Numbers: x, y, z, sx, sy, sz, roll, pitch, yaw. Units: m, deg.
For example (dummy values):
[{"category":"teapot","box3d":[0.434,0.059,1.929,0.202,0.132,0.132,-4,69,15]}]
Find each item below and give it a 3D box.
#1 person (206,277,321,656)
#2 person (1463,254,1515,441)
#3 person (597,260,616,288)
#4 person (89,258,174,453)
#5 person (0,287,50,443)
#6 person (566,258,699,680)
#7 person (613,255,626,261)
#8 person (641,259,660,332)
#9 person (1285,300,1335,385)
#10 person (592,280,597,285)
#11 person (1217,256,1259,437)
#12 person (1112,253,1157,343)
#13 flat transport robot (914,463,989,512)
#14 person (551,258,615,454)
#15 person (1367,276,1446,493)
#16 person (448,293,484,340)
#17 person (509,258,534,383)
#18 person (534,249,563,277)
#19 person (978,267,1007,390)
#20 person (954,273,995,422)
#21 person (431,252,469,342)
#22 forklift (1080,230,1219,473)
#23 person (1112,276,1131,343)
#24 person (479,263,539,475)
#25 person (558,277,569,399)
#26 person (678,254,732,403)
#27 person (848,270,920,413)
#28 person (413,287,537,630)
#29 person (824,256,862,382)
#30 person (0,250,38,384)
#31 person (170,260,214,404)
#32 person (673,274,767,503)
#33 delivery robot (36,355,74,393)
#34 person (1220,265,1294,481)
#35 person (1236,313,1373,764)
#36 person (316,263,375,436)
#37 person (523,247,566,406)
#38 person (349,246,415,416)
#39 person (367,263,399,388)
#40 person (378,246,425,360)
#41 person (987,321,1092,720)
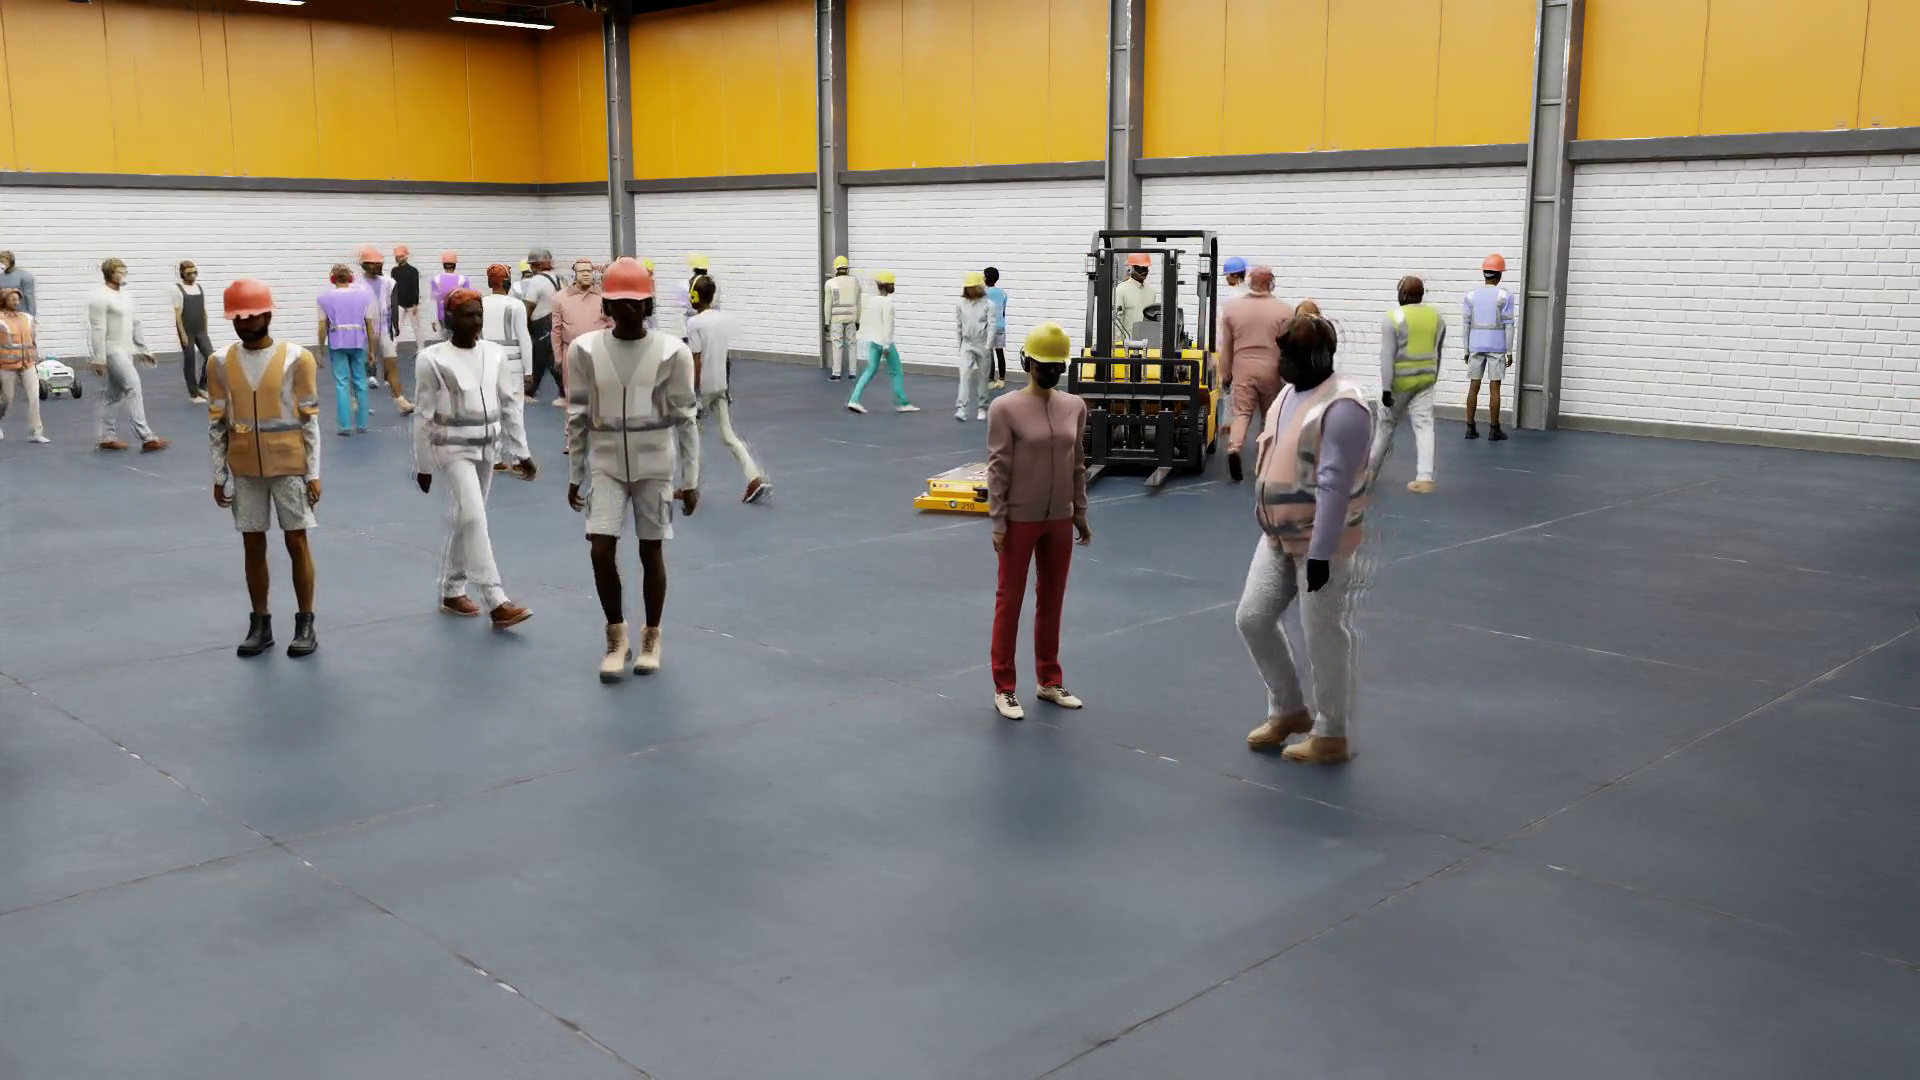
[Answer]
[{"category":"person","box3d":[-3.527,-0.361,8.445,0.543,1.926,0.377,-1,10,-5]},{"category":"person","box3d":[5.516,-2.004,17.354,0.545,1.938,0.362,8,13,36]},{"category":"person","box3d":[-3.664,-1.944,17.196,0.690,1.888,0.654,9,13,39]},{"category":"person","box3d":[-8.127,-1.799,16.316,0.894,1.902,0.650,-1,10,-5]},{"category":"person","box3d":[-9.774,-1.800,17.137,0.739,1.609,0.522,6,12,28]},{"category":"person","box3d":[-1.568,-0.322,7.939,0.639,2.019,0.630,0,10,-3]},{"category":"person","box3d":[-4.811,-3.153,23.856,0.739,1.851,0.546,6,12,31]},{"category":"person","box3d":[-5.312,-3.892,28.241,0.906,1.714,0.543,5,12,27]},{"category":"person","box3d":[2.842,-1.169,13.724,0.841,1.587,0.519,-10,14,-43]},{"category":"person","box3d":[-4.514,-2.407,20.366,0.523,1.639,0.306,-4,11,-22]},{"category":"person","box3d":[3.019,-2.014,17.480,0.675,1.913,0.657,9,14,42]},{"category":"person","box3d":[1.842,-2.039,17.388,0.621,1.992,0.397,-9,14,-40]},{"category":"flat transport robot","box3d":[0.189,-0.436,13.351,0.652,0.197,1.431,4,11,20]},{"category":"person","box3d":[-3.668,-1.796,16.290,0.642,1.913,0.409,-2,11,-11]},{"category":"person","box3d":[3.750,-1.320,14.022,0.644,1.786,0.972,-3,11,-17]},{"category":"person","box3d":[-4.786,-1.663,16.444,0.498,1.592,0.844,-5,12,-25]},{"category":"person","box3d":[-6.077,-3.068,23.503,0.602,1.809,0.700,-8,13,-37]},{"category":"person","box3d":[-7.082,-4.004,28.414,0.639,1.884,0.893,-1,10,-6]},{"category":"person","box3d":[0.436,-2.916,22.981,0.322,1.696,0.518,9,14,41]},{"category":"person","box3d":[0.163,-2.201,19.088,0.494,1.696,0.876,2,11,13]},{"category":"person","box3d":[-7.497,-3.301,24.572,0.569,1.878,1.008,-2,11,-11]},{"category":"forklift","box3d":[1.804,-1.825,15.677,1.214,2.155,2.313,2,11,13]},{"category":"person","box3d":[2.084,-2.436,20.539,0.498,1.634,0.281,5,11,25]},{"category":"person","box3d":[-4.069,-1.518,14.855,0.576,1.882,0.355,3,11,17]},{"category":"person","box3d":[-5.173,-2.633,21.735,0.497,1.586,0.873,1,10,5]},{"category":"person","box3d":[-3.174,-2.592,20.672,0.619,1.885,0.910,-7,12,-33]},{"category":"person","box3d":[-0.953,-2.374,19.953,0.890,1.724,0.534,-5,12,-26]},{"category":"person","box3d":[-2.600,-0.441,9.092,0.941,1.841,0.583,6,12,31]},{"category":"person","box3d":[-1.723,-3.227,24.311,0.590,1.833,0.404,-6,12,-30]},{"category":"person","box3d":[-13.611,-3.206,23.945,0.644,1.921,0.433,2,11,13]},{"category":"person","box3d":[-9.672,-2.607,20.972,0.450,1.819,0.516,6,12,30]},{"category":"person","box3d":[-1.953,-1.198,13.263,0.932,1.836,0.535,6,12,31]},{"category":"delivery robot","box3d":[-11.897,-2.176,21.789,0.477,0.478,0.707,-10,15,-43]},{"category":"person","box3d":[2.582,-1.452,14.510,0.650,1.883,0.822,4,11,22]},{"category":"person","box3d":[1.374,0.009,6.696,0.498,1.824,0.642,-4,11,-19]},{"category":"person","box3d":[-6.540,-2.031,17.760,0.569,1.844,0.388,-7,12,-32]},{"category":"person","box3d":[-5.245,-2.698,20.856,1.000,2.000,0.684,2,11,11]},{"category":"person","box3d":[-6.846,-2.437,19.554,1.013,1.990,0.640,6,12,31]},{"category":"person","box3d":[-8.196,-3.082,23.394,0.600,1.880,0.951,-2,11,-8]},{"category":"person","box3d":[-9.485,-4.010,28.260,0.647,1.942,0.990,4,11,22]},{"category":"person","box3d":[0.360,-0.088,7.397,0.524,1.759,0.328,-6,12,-31]}]
